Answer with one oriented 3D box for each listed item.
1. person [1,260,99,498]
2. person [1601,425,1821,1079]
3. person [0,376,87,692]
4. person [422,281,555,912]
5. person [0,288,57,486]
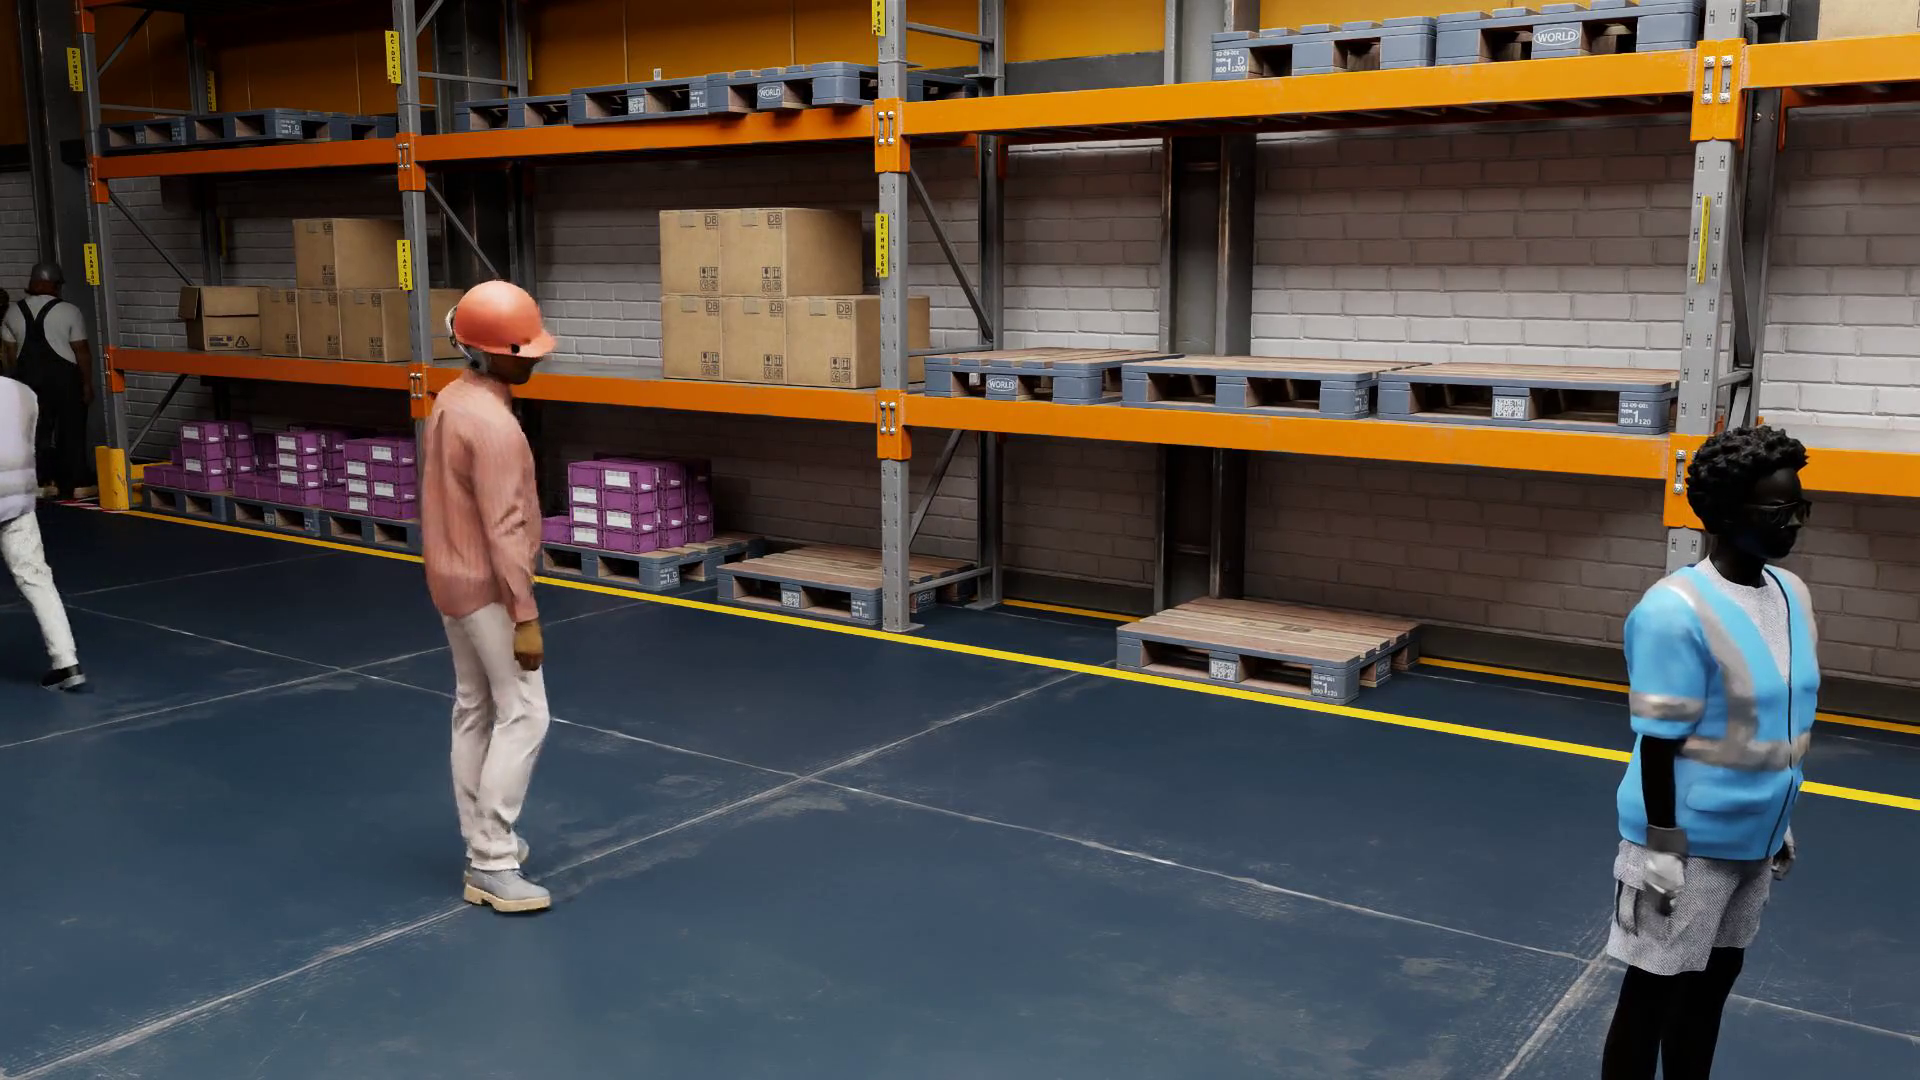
[{"bbox_3d":[-7.730,-1.376,14.233,0.688,2.000,0.536,0,10,1],"label":"person"},{"bbox_3d":[1.560,0.606,3.451,0.533,1.697,0.322,-7,12,-34],"label":"person"},{"bbox_3d":[-4.538,-0.158,7.780,0.956,1.786,0.585,6,11,30],"label":"person"},{"bbox_3d":[-1.496,0.179,5.244,0.361,1.961,0.698,-6,11,-33],"label":"person"},{"bbox_3d":[-8.447,-1.333,14.703,0.624,1.805,0.652,-3,10,-18],"label":"person"}]
